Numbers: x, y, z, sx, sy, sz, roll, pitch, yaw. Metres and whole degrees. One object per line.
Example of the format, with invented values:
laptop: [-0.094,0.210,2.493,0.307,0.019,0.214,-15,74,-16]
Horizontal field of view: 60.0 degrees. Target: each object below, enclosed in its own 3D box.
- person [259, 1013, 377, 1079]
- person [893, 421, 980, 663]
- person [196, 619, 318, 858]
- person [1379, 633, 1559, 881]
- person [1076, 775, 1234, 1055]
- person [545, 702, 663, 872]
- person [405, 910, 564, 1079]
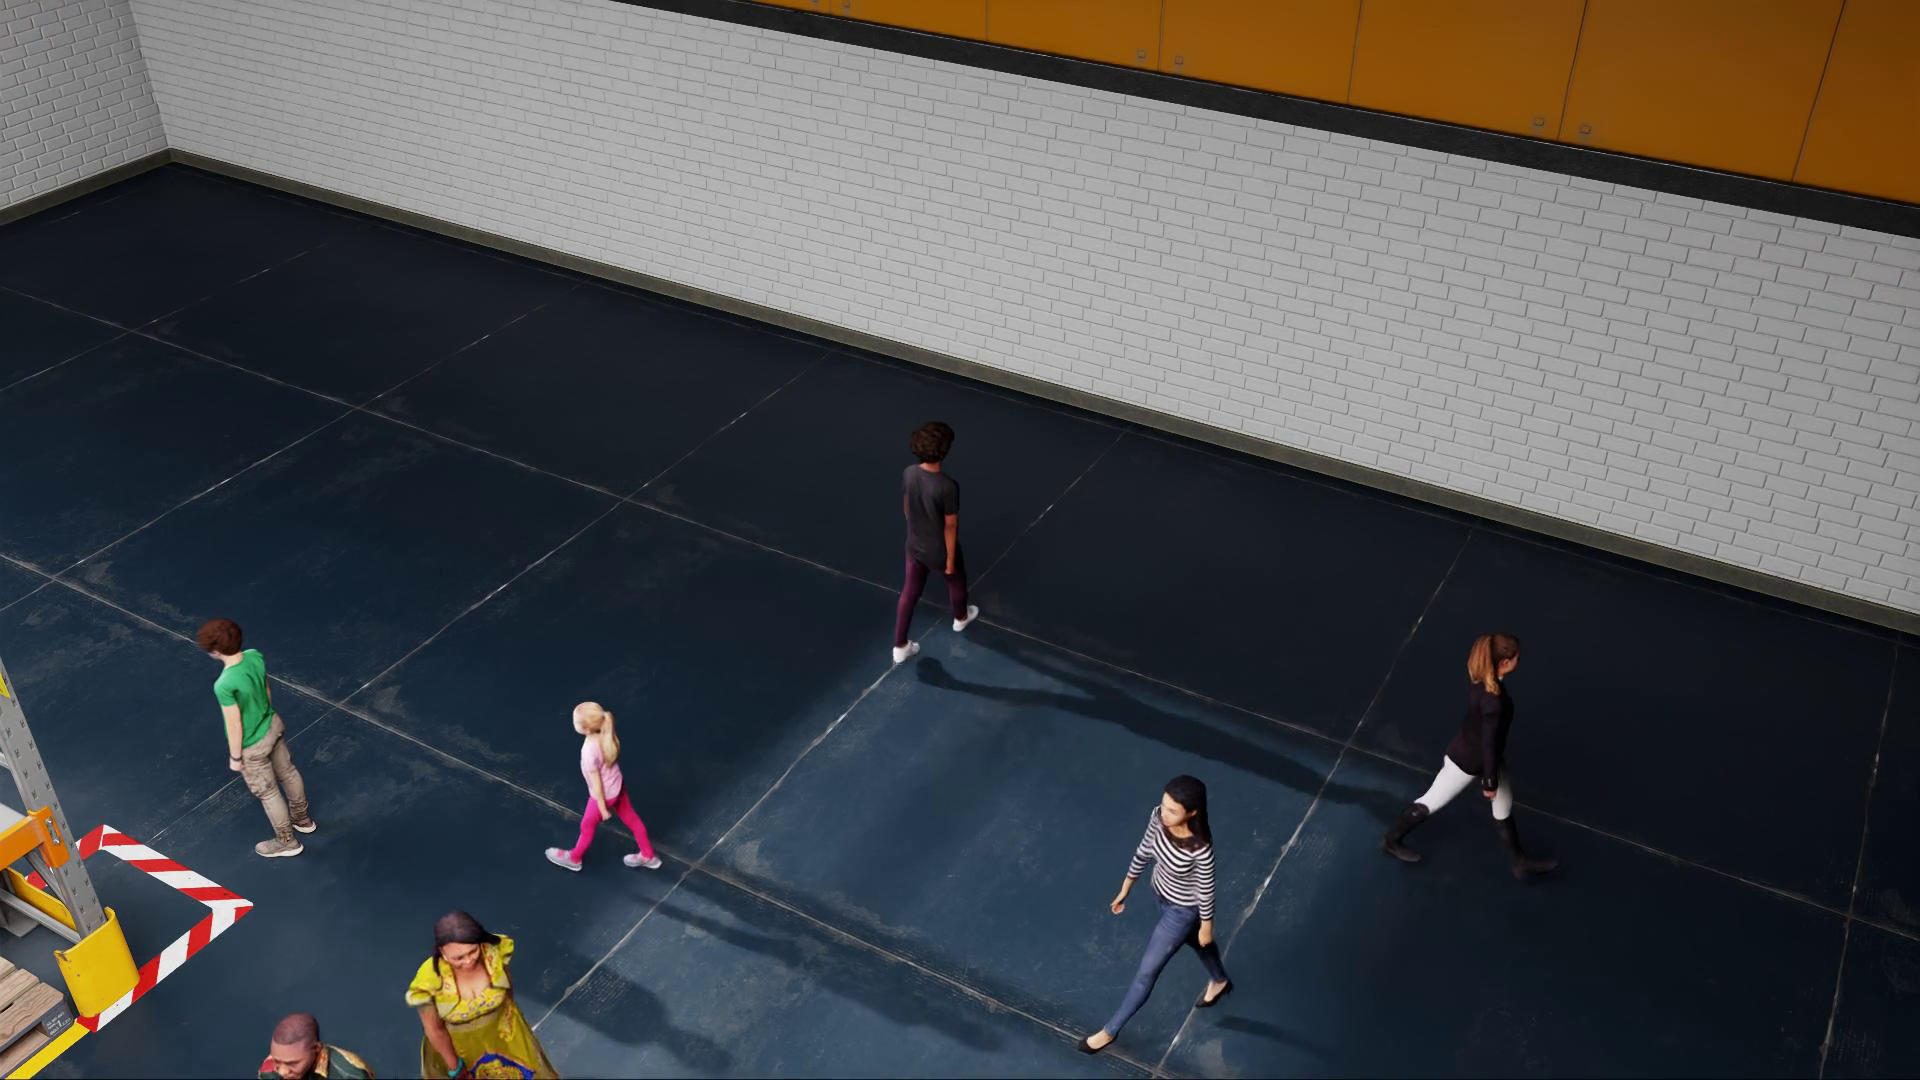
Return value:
person: [-2.636,2.643,7.238,1.000,1.769,1.276,4,34,6]
person: [-0.241,0.051,11.159,0.659,1.746,1.081,20,39,27]
person: [-4.054,1.129,9.620,0.713,1.654,0.577,5,34,8]
person: [2.796,1.268,9.404,0.880,1.660,1.226,9,35,13]
person: [1.174,1.863,8.449,1.257,1.728,1.042,-15,36,-21]
person: [-1.966,1.433,9.534,0.754,1.243,0.882,6,34,9]
person: [-2.338,2.309,7.879,1.243,1.615,1.122,-24,41,-32]
